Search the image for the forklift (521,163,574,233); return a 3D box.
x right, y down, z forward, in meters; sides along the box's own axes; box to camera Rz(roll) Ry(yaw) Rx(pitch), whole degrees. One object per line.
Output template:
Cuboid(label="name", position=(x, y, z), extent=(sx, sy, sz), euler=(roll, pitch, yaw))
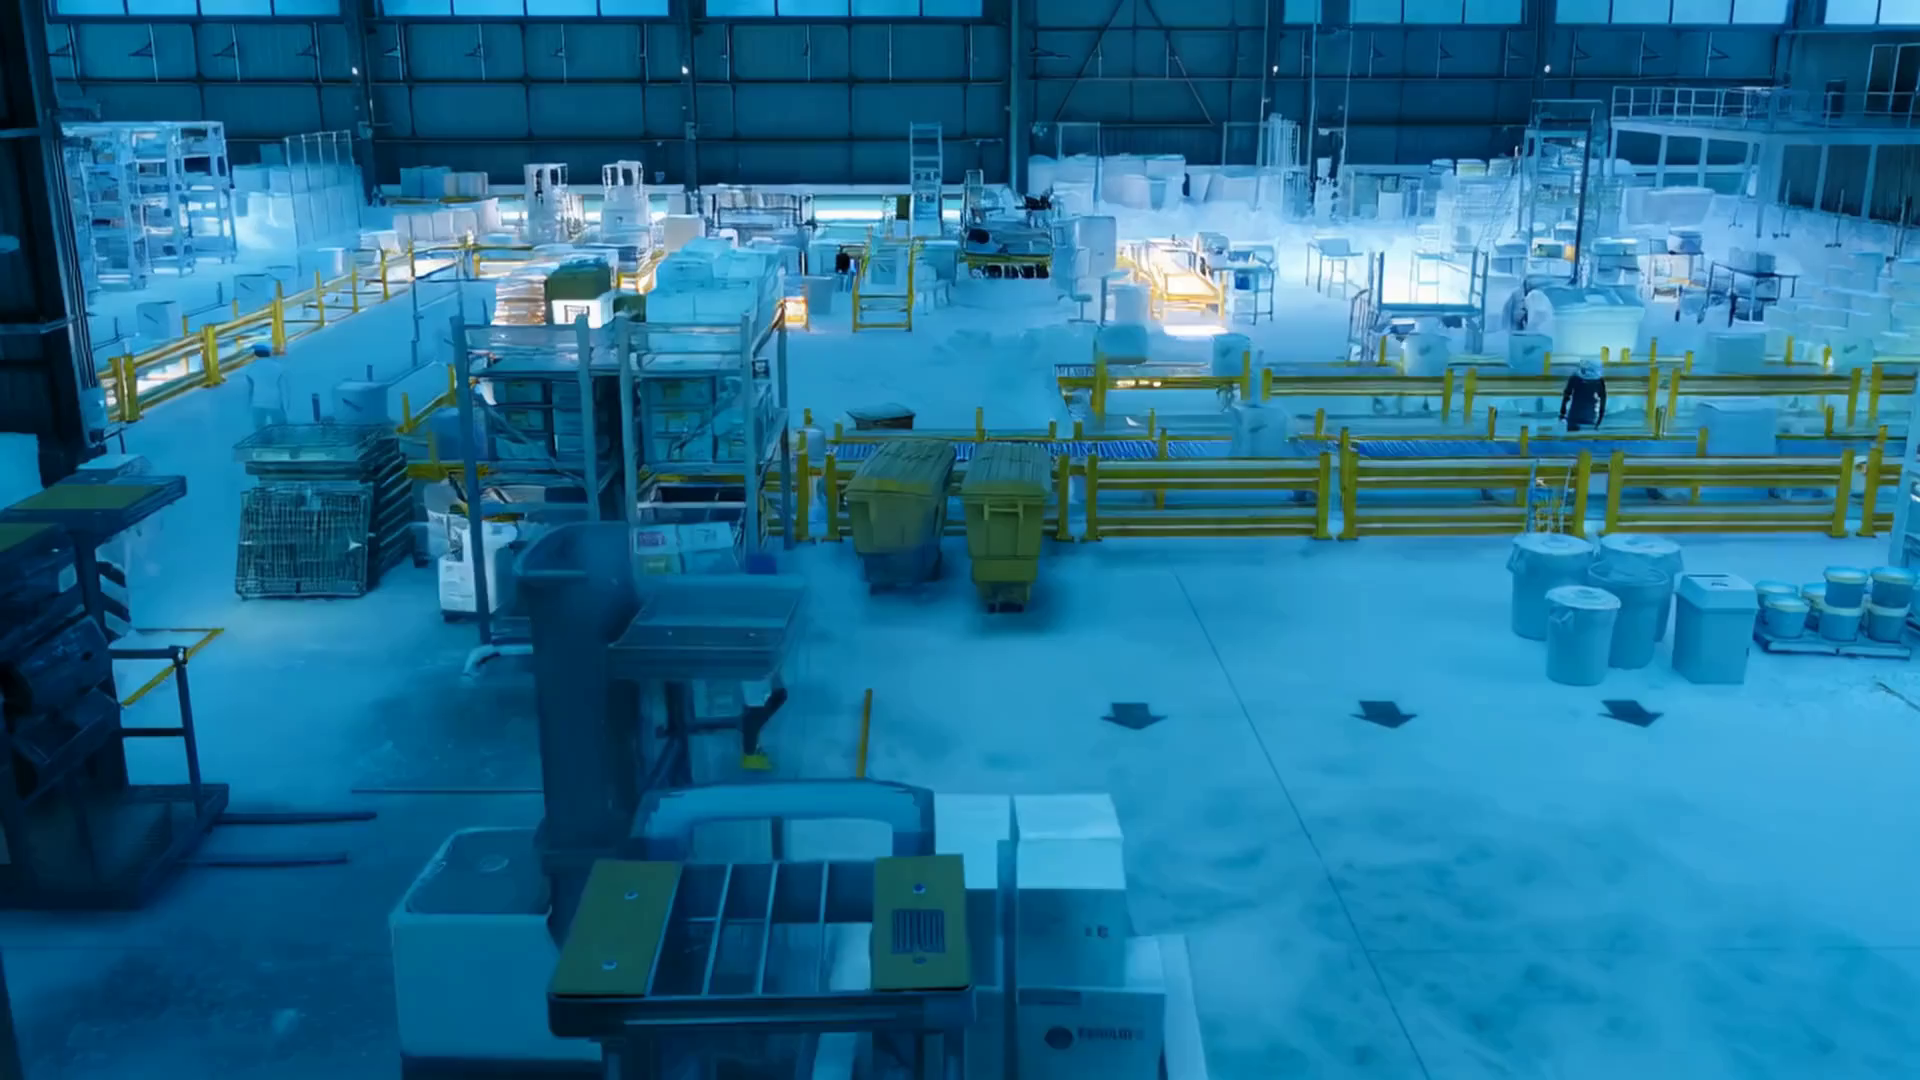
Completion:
Cuboid(label="forklift", position=(-12.233, -10.122, 49.298), extent=(1.157, 1.987, 2.680), euler=(0, 16, -1))

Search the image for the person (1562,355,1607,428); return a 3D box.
Cuboid(label="person", position=(7.614, -1.458, 20.363), extent=(0.498, 1.633, 0.280), euler=(15, 22, 41))

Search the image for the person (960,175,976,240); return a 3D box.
Cuboid(label="person", position=(0.228, -9.613, 48.225), extent=(0.402, 1.906, 0.651), euler=(-11, 19, -34))

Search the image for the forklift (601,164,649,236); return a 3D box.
Cuboid(label="forklift", position=(-9.948, -10.127, 49.296), extent=(1.157, 1.987, 2.680), euler=(-1, 16, -3))

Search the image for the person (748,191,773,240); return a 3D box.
Cuboid(label="person", position=(-4.893, -7.535, 40.773), extent=(0.605, 2.036, 0.388), euler=(-1, 16, -4))

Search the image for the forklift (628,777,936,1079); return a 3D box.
Cuboid(label="forklift", position=(-0.542, 2.165, 5.552), extent=(1.129, 2.768, 1.873), euler=(-1, 16, -2))

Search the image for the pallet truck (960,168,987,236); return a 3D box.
Cuboid(label="pallet truck", position=(0.383, -10.230, 50.206), extent=(0.823, 1.965, 1.885), euler=(-1, 16, -3))

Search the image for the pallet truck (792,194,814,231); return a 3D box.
Cuboid(label="pallet truck", position=(-4.814, -9.883, 50.259), extent=(0.704, 1.261, 1.522), euler=(-1, 16, -3))

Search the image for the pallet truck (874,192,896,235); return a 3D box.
Cuboid(label="pallet truck", position=(-2.277, -9.986, 50.594), extent=(0.653, 1.274, 1.630), euler=(0, 16, -1))

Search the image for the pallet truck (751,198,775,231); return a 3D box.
Cuboid(label="pallet truck", position=(-6.051, -9.967, 50.660), extent=(0.680, 1.201, 1.601), euler=(0, 16, -1))

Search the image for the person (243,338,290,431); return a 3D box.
Cuboid(label="person", position=(-8.714, -1.691, 20.999), extent=(0.547, 1.717, 0.877), euler=(-2, 16, -6))

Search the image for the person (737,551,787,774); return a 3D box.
Cuboid(label="person", position=(-1.449, 0.896, 12.077), extent=(0.386, 1.680, 0.551), euler=(-1, 16, -4))

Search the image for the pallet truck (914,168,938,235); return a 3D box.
Cuboid(label="pallet truck", position=(-0.989, -10.316, 50.507), extent=(0.823, 1.965, 1.885), euler=(1, 16, 3))

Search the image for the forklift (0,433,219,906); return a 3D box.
Cuboid(label="forklift", position=(-5.952, 0.780, 10.366), extent=(1.873, 2.768, 1.129), euler=(0, 16, -1))

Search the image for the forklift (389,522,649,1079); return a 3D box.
Cuboid(label="forklift", position=(-1.837, 1.358, 8.357), extent=(1.873, 2.768, 1.129), euler=(1, 16, 2))
